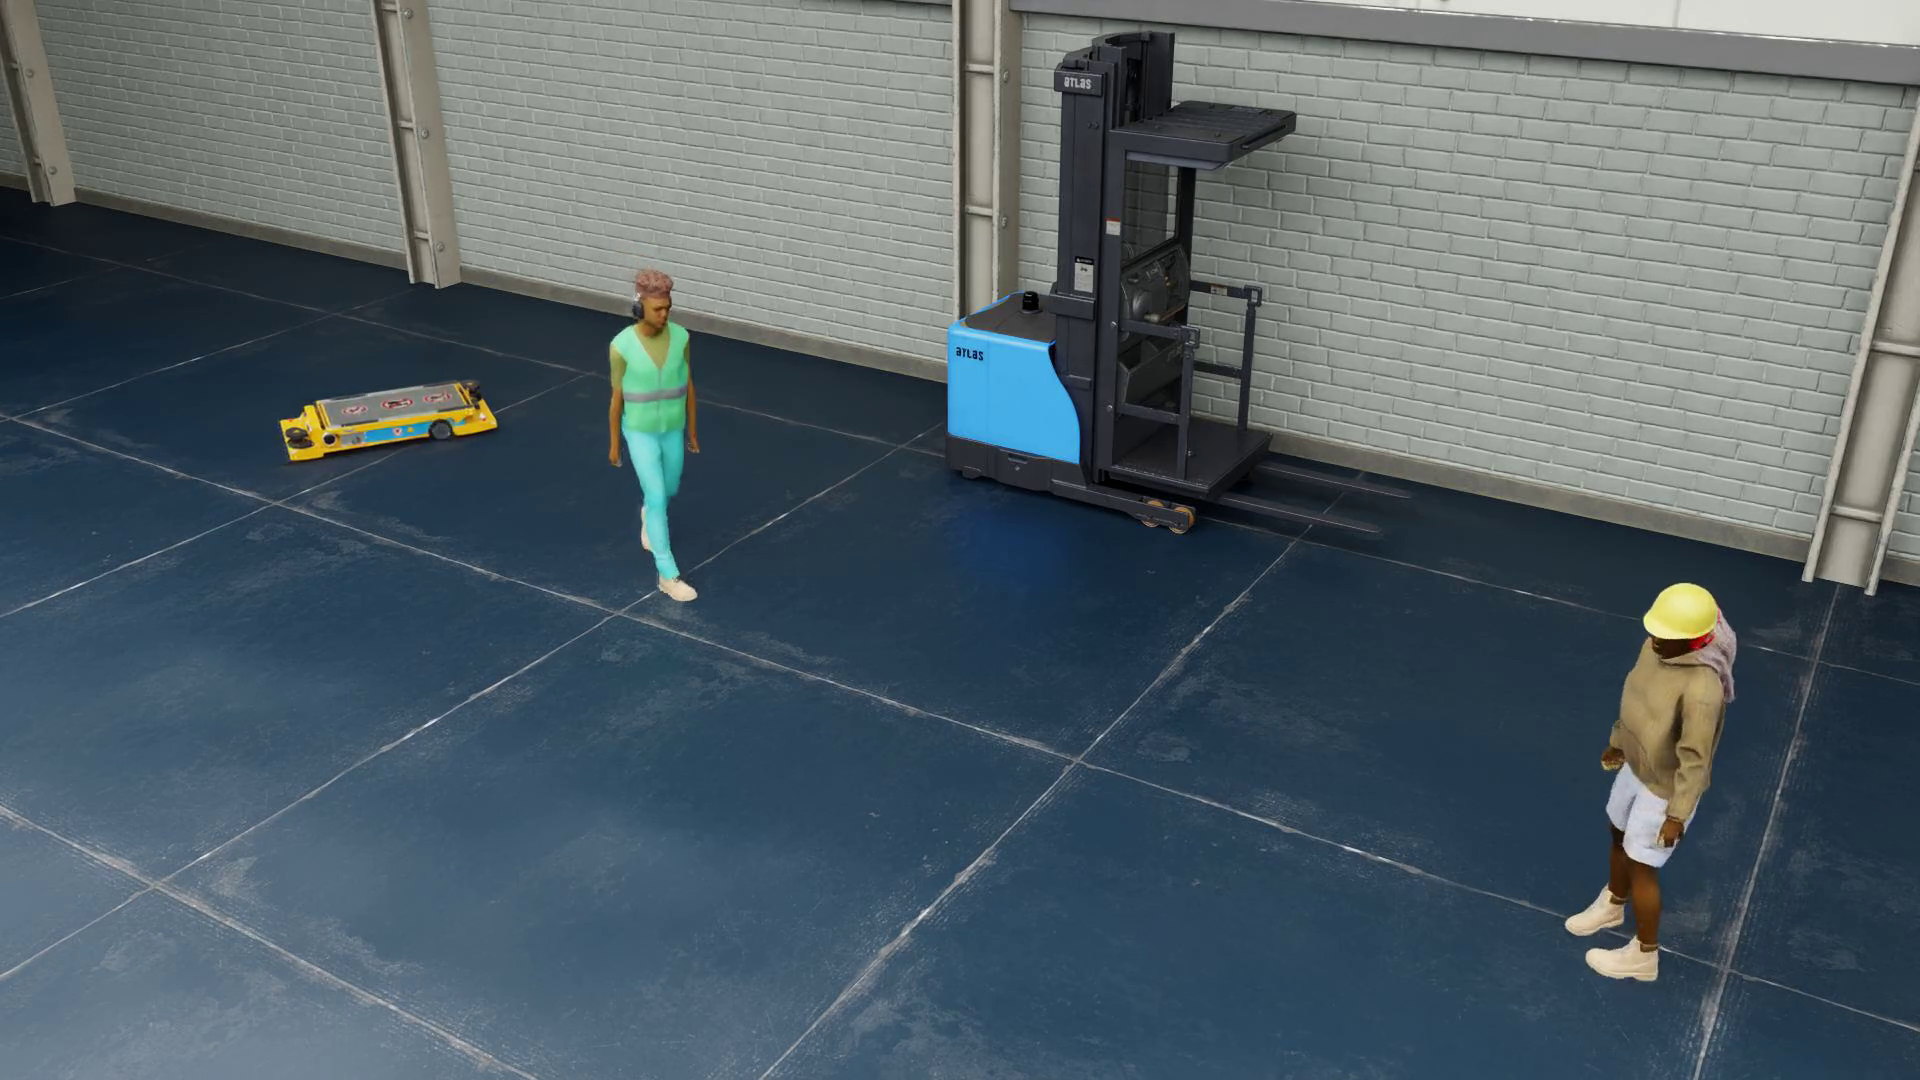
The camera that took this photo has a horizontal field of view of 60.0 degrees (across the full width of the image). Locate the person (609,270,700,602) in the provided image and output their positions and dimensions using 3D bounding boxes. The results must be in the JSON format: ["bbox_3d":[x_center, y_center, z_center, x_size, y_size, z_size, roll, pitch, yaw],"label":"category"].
[{"bbox_3d":[-1.823,-0.680,9.754,0.523,1.942,0.932,-16,29,-30],"label":"person"}]

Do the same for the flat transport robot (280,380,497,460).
[{"bbox_3d":[-4.166,-0.878,12.116,1.431,0.231,0.659,-12,28,-23],"label":"flat transport robot"}]

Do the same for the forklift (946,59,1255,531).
[{"bbox_3d":[0.933,-1.707,10.833,1.873,2.768,1.129,15,29,28],"label":"forklift"}]

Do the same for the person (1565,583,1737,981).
[{"bbox_3d":[2.741,0.930,6.567,0.411,1.748,0.586,-1,25,-1],"label":"person"}]
